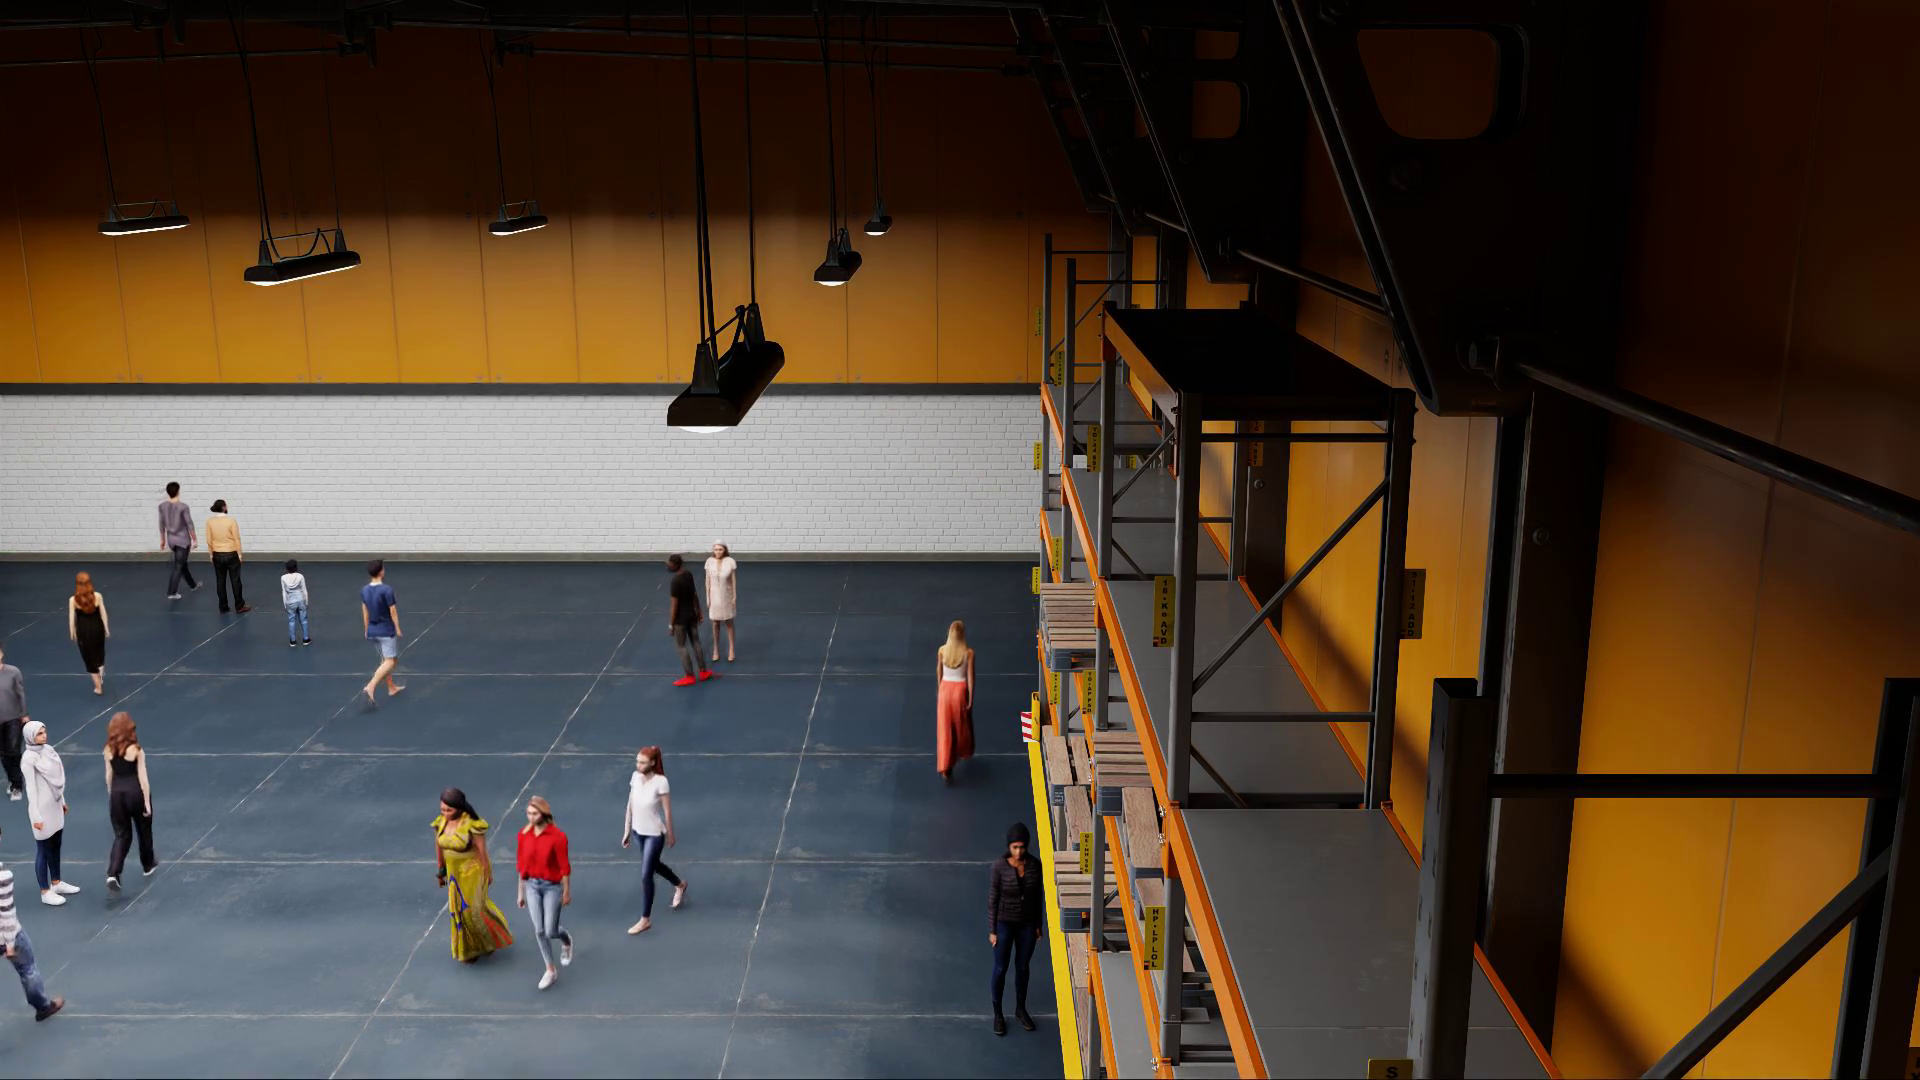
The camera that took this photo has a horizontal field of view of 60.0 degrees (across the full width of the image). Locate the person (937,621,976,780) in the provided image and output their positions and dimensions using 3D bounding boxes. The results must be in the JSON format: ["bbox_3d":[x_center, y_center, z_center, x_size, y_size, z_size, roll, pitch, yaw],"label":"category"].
[{"bbox_3d":[-0.097,1.830,18.715,0.860,1.748,1.327,4,14,14],"label":"person"}]

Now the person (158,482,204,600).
[{"bbox_3d":[-12.240,0.049,25.944,0.872,1.807,1.245,3,14,11],"label":"person"}]

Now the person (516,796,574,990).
[{"bbox_3d":[-3.508,2.958,14.172,0.721,1.692,0.803,3,14,14],"label":"person"}]

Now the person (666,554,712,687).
[{"bbox_3d":[-3.565,1.030,21.938,0.951,1.784,0.720,10,17,34],"label":"person"}]

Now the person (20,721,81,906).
[{"bbox_3d":[-8.621,2.548,15.687,0.681,1.775,0.470,1,14,3],"label":"person"}]

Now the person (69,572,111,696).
[{"bbox_3d":[-11.222,1.225,21.503,0.842,1.610,0.912,-12,18,-40],"label":"person"}]

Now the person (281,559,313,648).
[{"bbox_3d":[-9.465,0.880,23.671,0.541,1.261,0.567,-5,14,-19],"label":"person"}]

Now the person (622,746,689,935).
[{"bbox_3d":[-2.775,2.687,15.260,0.966,1.707,1.153,9,16,33],"label":"person"}]

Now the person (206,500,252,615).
[{"bbox_3d":[-11.143,0.248,25.237,0.649,1.752,0.583,0,14,2],"label":"person"}]

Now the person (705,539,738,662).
[{"bbox_3d":[-3.284,0.825,22.897,0.580,1.732,0.539,0,14,0],"label":"person"}]

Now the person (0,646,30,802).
[{"bbox_3d":[-10.464,1.954,18.226,0.841,1.735,1.046,-5,14,-19],"label":"person"}]

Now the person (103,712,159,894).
[{"bbox_3d":[-7.996,2.530,15.894,0.642,1.714,1.109,-1,14,-3],"label":"person"}]

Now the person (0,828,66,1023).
[{"bbox_3d":[-7.673,3.165,13.075,0.781,1.806,1.249,2,14,10],"label":"person"}]

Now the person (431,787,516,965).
[{"bbox_3d":[-4.281,2.892,14.567,0.970,1.636,0.974,4,14,15],"label":"person"}]

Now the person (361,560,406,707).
[{"bbox_3d":[-7.398,1.195,21.170,0.887,1.825,1.163,5,15,21],"label":"person"}]

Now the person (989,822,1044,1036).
[{"bbox_3d":[0.440,3.108,13.416,0.661,1.757,0.616,-4,14,-14],"label":"person"}]
